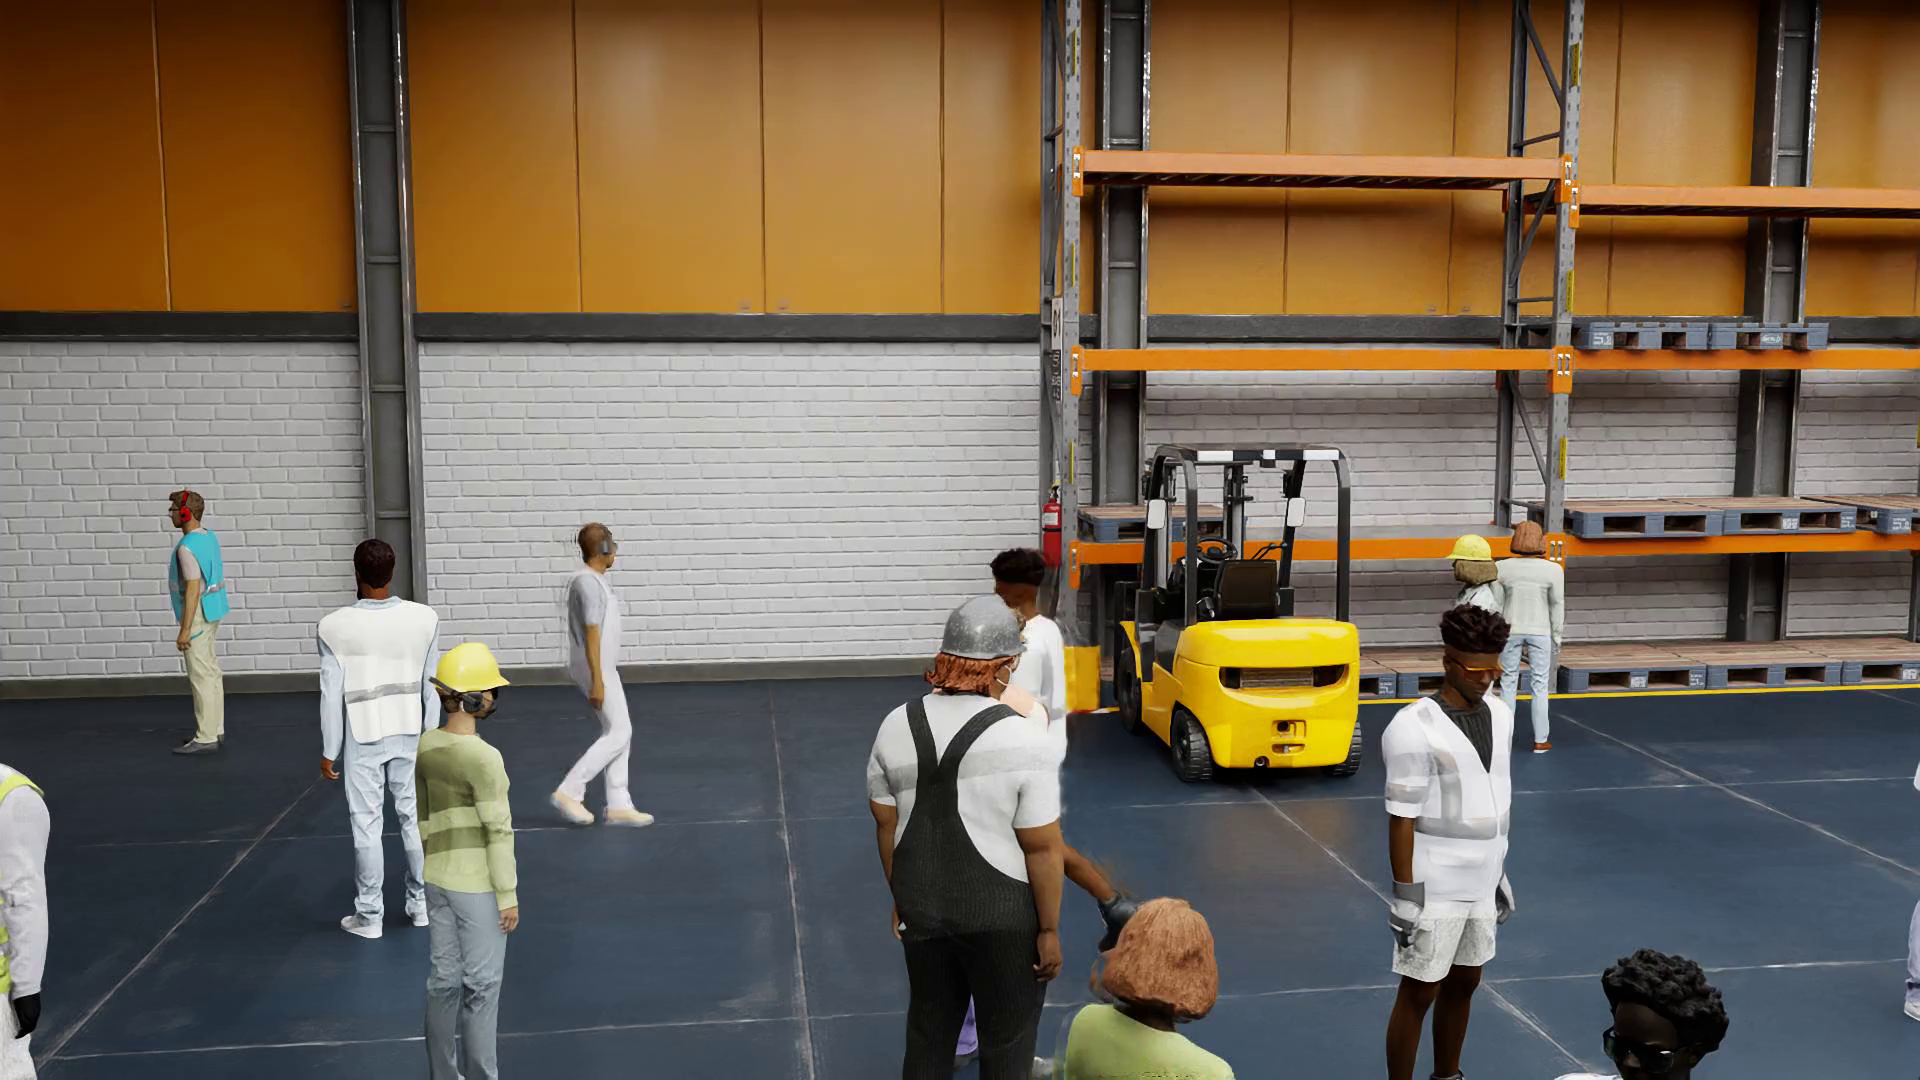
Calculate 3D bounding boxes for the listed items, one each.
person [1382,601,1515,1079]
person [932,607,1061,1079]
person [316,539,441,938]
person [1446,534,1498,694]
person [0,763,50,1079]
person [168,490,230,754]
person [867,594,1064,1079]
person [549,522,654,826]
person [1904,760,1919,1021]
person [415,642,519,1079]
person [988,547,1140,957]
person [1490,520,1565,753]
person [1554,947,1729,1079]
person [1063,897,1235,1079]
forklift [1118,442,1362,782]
[{"bbox_3d":[1.729,1.184,5.806,0.614,1.956,0.383,-5,8,-36],"label":"person"},{"bbox_3d":[0.117,1.172,6.400,0.566,1.846,0.387,6,9,40],"label":"person"},{"bbox_3d":[-2.785,0.952,8.021,0.591,1.919,0.392,-6,9,-40],"label":"person"},{"bbox_3d":[2.993,0.834,9.807,0.294,1.744,0.487,1,7,7],"label":"person"},{"bbox_3d":[-3.072,1.339,5.036,0.636,1.830,0.429,1,7,4],"label":"person"},{"bbox_3d":[-5.343,0.570,11.675,0.385,1.845,0.569,-1,7,-11],"label":"person"},{"bbox_3d":[0.072,1.182,5.470,0.686,2.000,0.535,4,8,34],"label":"person"},{"bbox_3d":[-2.090,0.805,9.797,0.493,1.807,0.546,0,7,-3],"label":"person"},{"bbox_3d":[4.197,1.083,6.914,0.593,1.911,0.383,-3,7,-26],"label":"person"},{"bbox_3d":[-1.780,1.250,6.069,0.526,1.768,0.315,6,9,41],"label":"person"},{"bbox_3d":[0.390,0.987,7.709,0.952,1.931,0.605,1,7,12],"label":"person"},{"bbox_3d":[3.967,0.675,11.665,0.500,1.636,0.281,3,7,22],"label":"person"},{"bbox_3d":[1.314,1.612,3.197,0.319,1.697,0.532,-6,9,-44],"label":"person"},{"bbox_3d":[0.475,1.596,3.718,0.603,1.614,0.519,-4,7,-30],"label":"person"},{"bbox_3d":[1.912,0.418,11.496,1.214,2.155,2.313,-1,7,-8],"label":"forklift"}]
